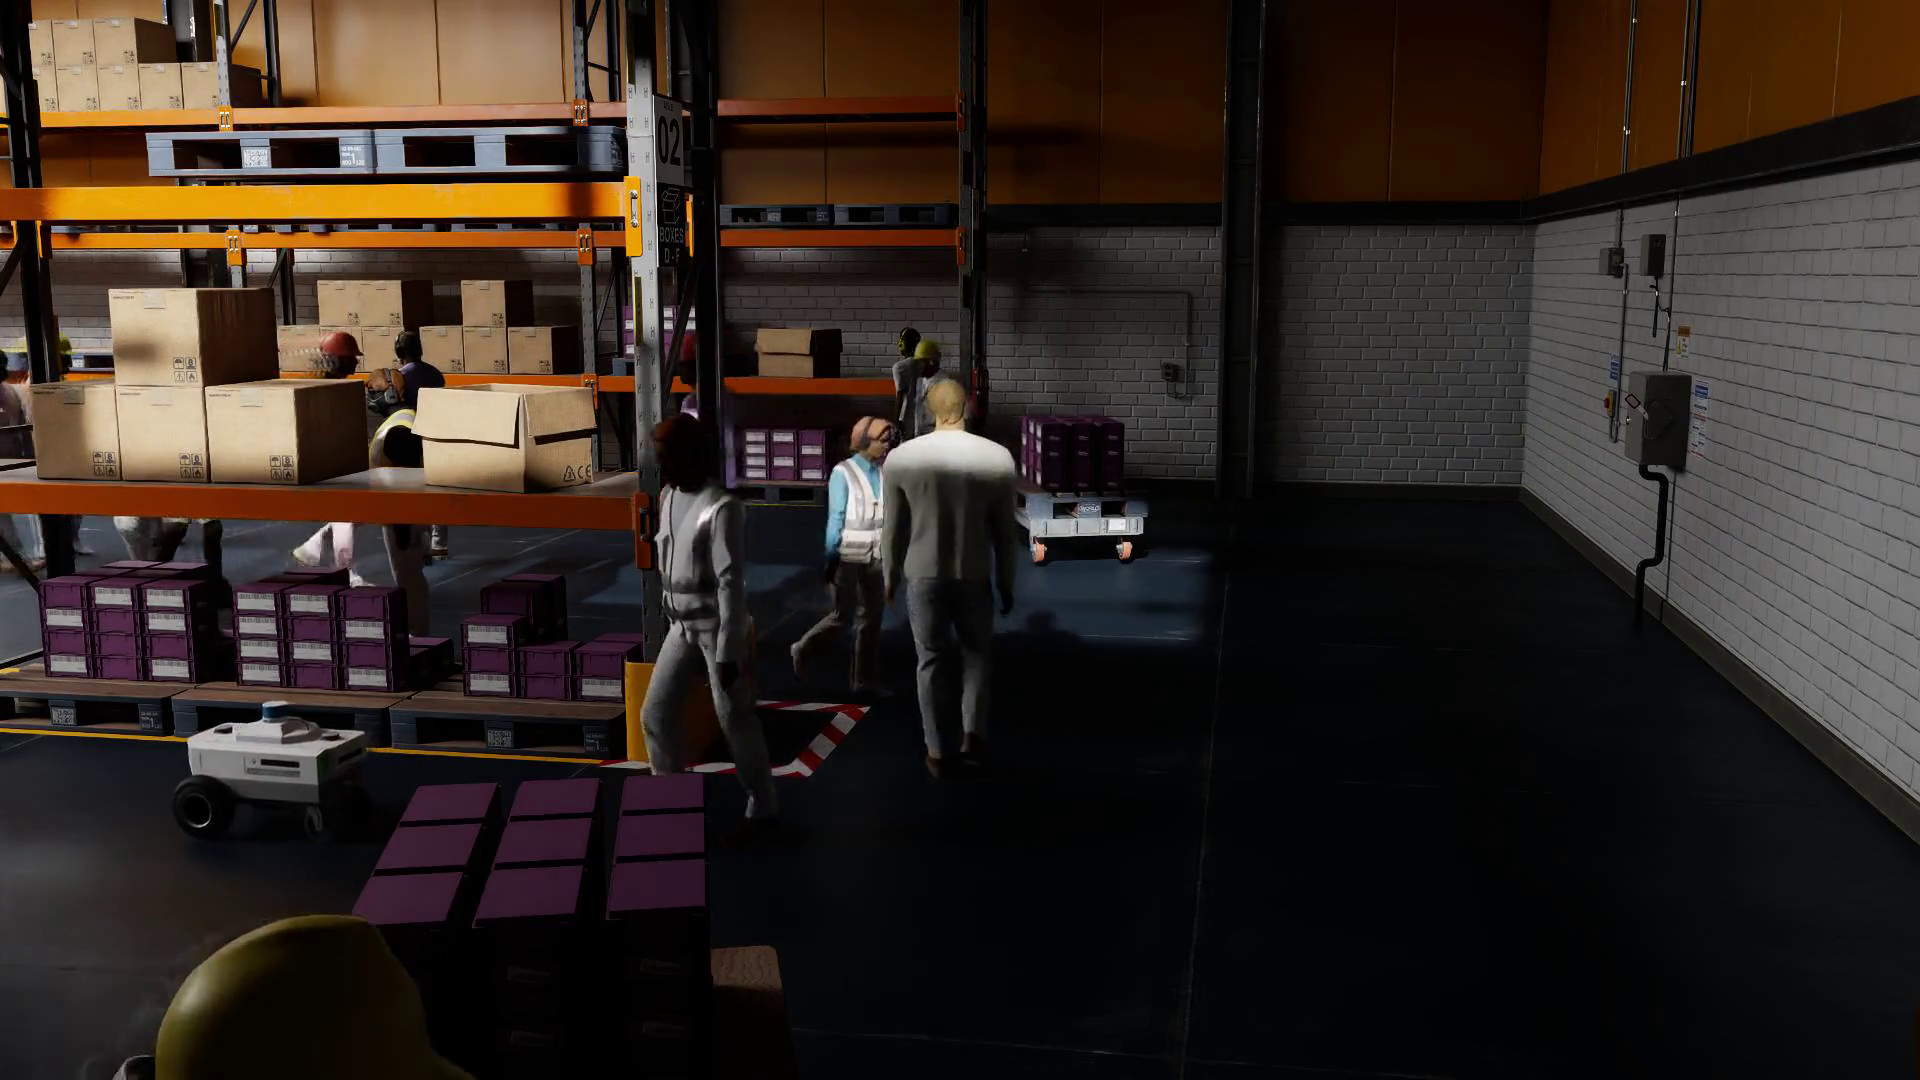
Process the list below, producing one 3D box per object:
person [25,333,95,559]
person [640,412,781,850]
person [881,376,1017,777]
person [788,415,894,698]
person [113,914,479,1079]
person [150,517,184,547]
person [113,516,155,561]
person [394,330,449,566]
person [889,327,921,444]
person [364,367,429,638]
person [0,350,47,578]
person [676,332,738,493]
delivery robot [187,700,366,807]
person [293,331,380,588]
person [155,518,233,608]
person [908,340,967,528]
[{"bbox_3d":[-7.514,-0.775,13.884,0.525,1.907,0.593,0,9,2],"label":"person"},{"bbox_3d":[-1.109,0.398,6.841,0.821,1.834,0.641,-8,12,-41],"label":"person"},{"bbox_3d":[-0.056,0.185,7.923,0.638,1.913,0.410,-1,9,-4],"label":"person"},{"bbox_3d":[-0.651,0.097,9.405,0.558,1.613,0.537,6,11,33],"label":"person"},{"bbox_3d":[-0.629,1.253,1.614,0.422,1.807,0.627,0,9,-1],"label":"person"},{"bbox_3d":[-7.091,-0.826,14.669,0.330,1.765,0.533,-8,12,-42],"label":"person"},{"bbox_3d":[-6.095,-0.338,12.158,0.826,1.594,0.509,6,11,35],"label":"person"},{"bbox_3d":[-4.465,-0.753,13.693,0.362,1.932,0.631,3,10,18],"label":"person"},{"bbox_3d":[-0.487,-1.142,16.295,0.334,1.873,0.517,9,13,43],"label":"person"},{"bbox_3d":[-3.434,-0.134,10.169,0.428,1.836,0.627,-3,10,-19],"label":"person"},{"bbox_3d":[-7.553,-0.610,13.169,0.701,1.822,0.654,1,9,9],"label":"person"},{"bbox_3d":[-1.679,-0.321,10.715,0.620,2.021,0.617,3,10,20],"label":"person"},{"bbox_3d":[-2.939,0.937,7.175,0.707,0.478,0.477,2,9,12],"label":"delivery robot"},{"bbox_3d":[-4.702,-0.568,12.429,0.597,1.977,0.621,0,9,2],"label":"person"},{"bbox_3d":[-5.462,-0.432,11.889,0.861,1.868,0.556,-4,10,-21],"label":"person"},{"bbox_3d":[-0.184,-1.005,15.765,0.979,1.775,0.612,-5,10,-28],"label":"person"}]
